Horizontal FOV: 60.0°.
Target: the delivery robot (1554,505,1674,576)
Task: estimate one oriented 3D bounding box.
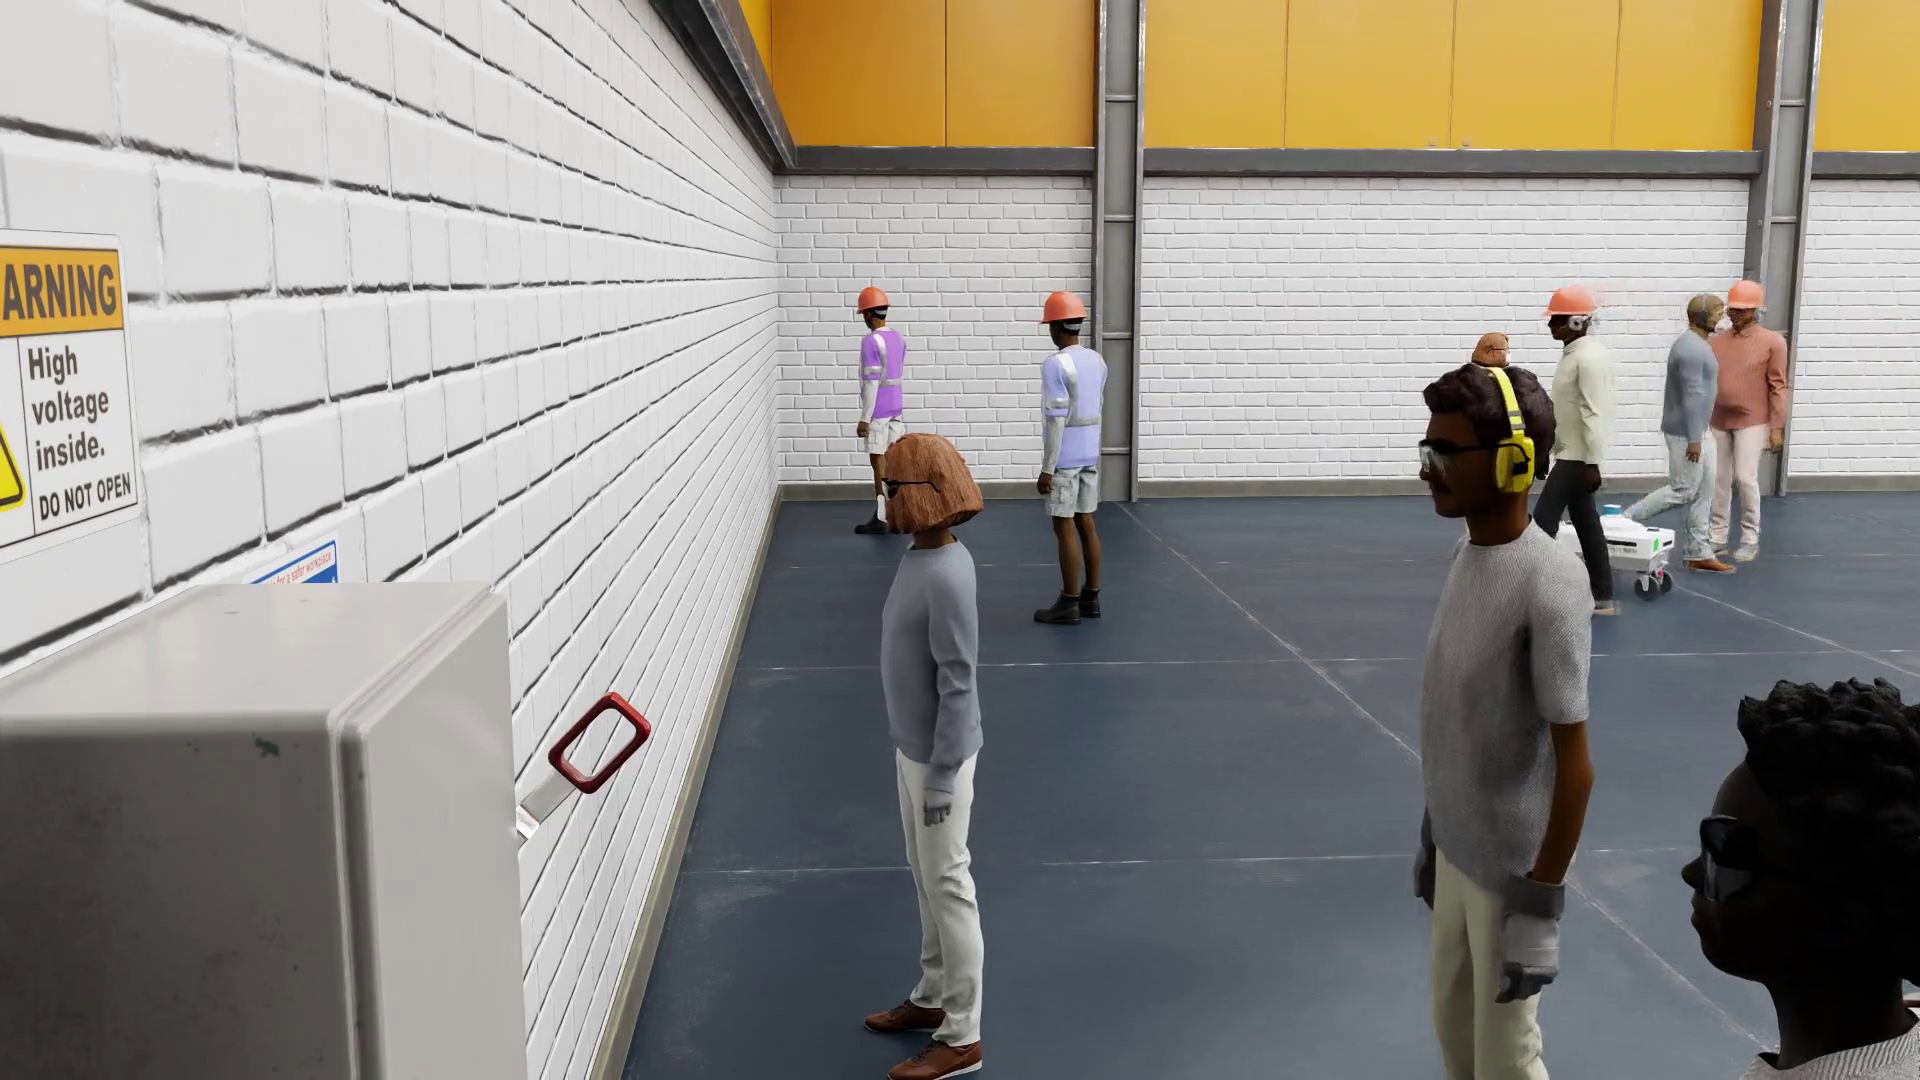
[{"bbox_3d":[4.140,0.019,10.573,0.707,0.478,0.477,8,12,40],"label":"delivery robot"}]

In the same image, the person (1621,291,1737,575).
[{"bbox_3d":[4.864,-0.721,11.275,0.785,1.920,0.634,5,10,30],"label":"person"}]

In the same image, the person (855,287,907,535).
[{"bbox_3d":[-0.644,-1.004,13.012,0.374,1.929,0.542,5,10,26],"label":"person"}]

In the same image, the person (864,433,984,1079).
[{"bbox_3d":[-0.085,0.544,4.220,0.279,1.633,0.506,-2,9,-12],"label":"person"}]

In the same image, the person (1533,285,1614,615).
[{"bbox_3d":[3.481,-0.511,9.834,0.933,1.951,0.641,2,9,12],"label":"person"}]

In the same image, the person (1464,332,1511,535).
[{"bbox_3d":[3.644,-0.613,11.470,0.284,1.636,0.500,4,10,25],"label":"person"}]

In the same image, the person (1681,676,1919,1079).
[{"bbox_3d":[0.720,0.951,1.453,0.537,1.700,0.318,-9,12,-43],"label":"person"}]

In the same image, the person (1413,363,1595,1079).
[{"bbox_3d":[0.975,0.607,3.100,0.310,1.864,0.533,-1,9,-4],"label":"person"}]

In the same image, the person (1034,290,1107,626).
[{"bbox_3d":[0.616,-0.474,9.665,0.373,1.933,0.549,7,11,36],"label":"person"}]

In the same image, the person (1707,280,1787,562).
[{"bbox_3d":[5.485,-0.833,11.794,0.418,1.982,0.644,-6,11,-34],"label":"person"}]
